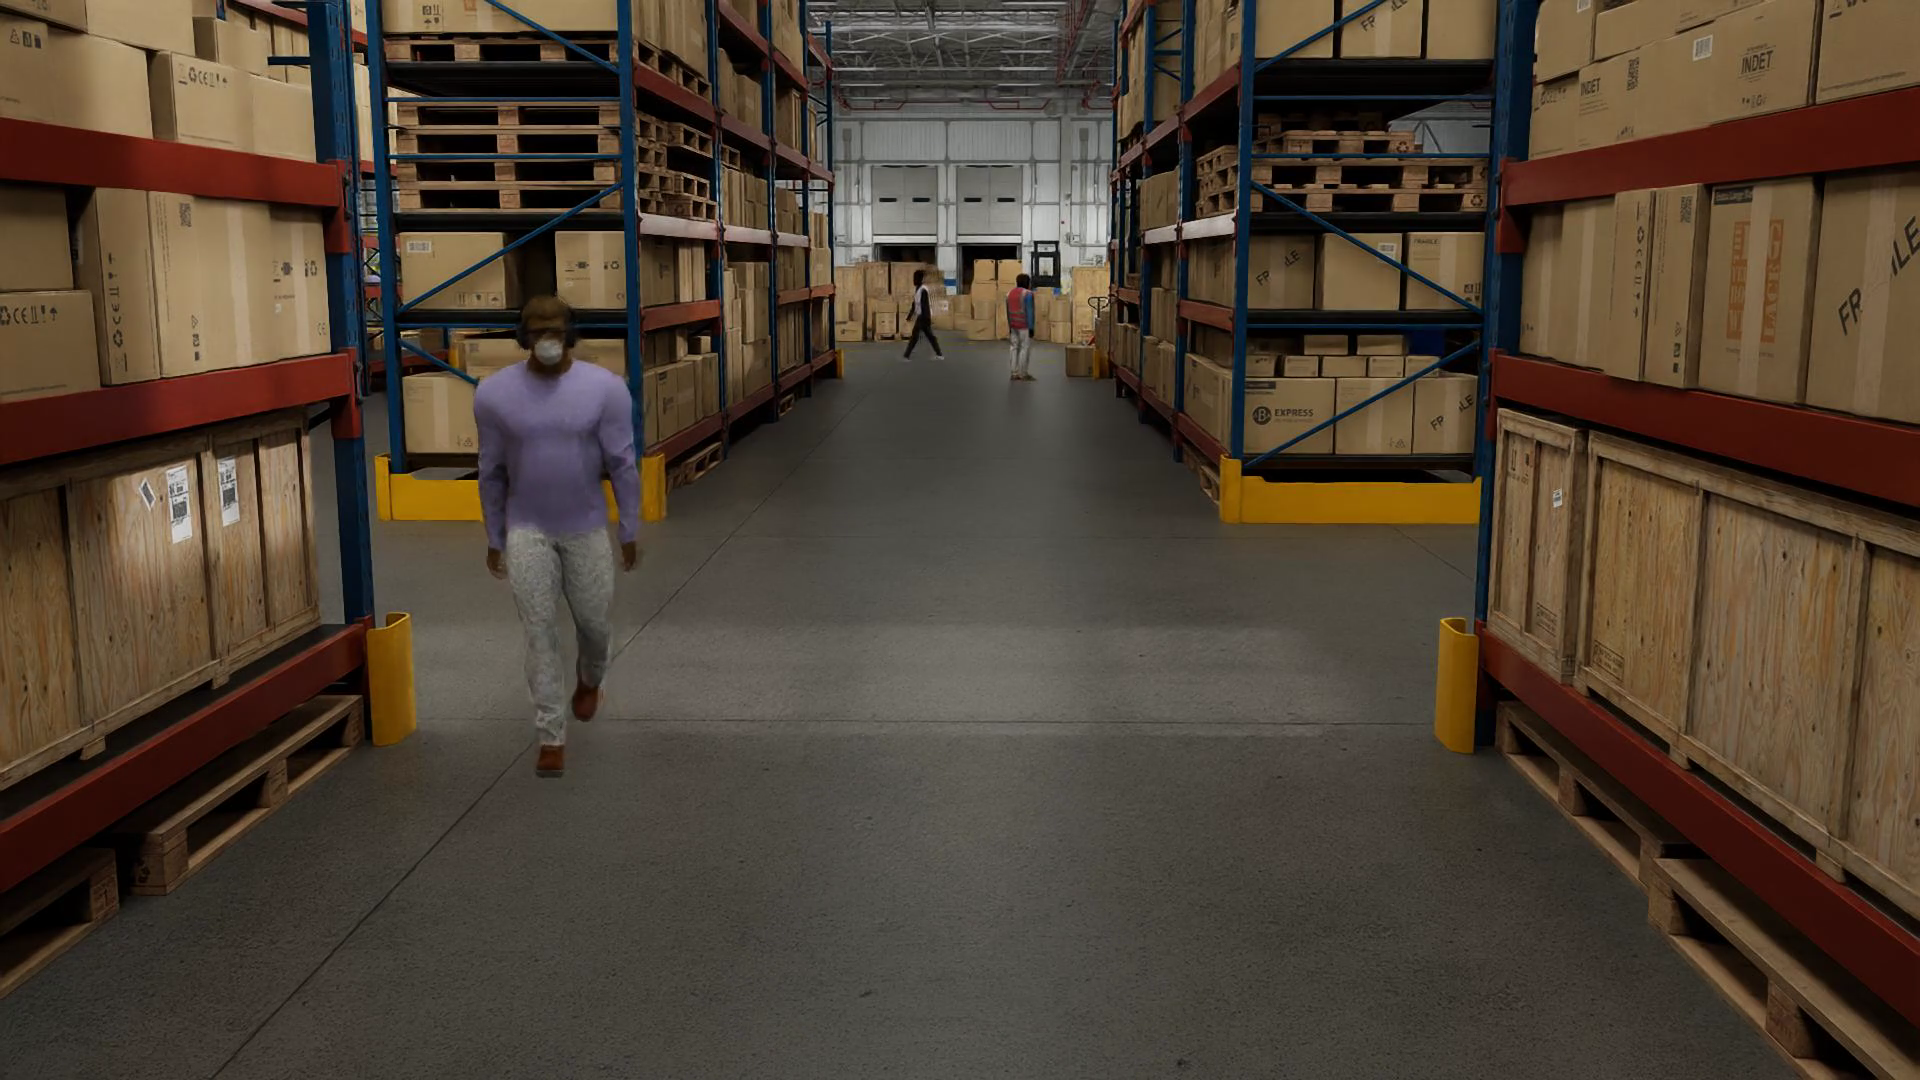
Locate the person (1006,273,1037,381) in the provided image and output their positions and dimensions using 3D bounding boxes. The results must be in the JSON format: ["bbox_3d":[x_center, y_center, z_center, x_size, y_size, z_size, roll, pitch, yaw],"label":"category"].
[{"bbox_3d":[1.071,-3.648,28.528,0.429,1.839,0.634,-7,12,-37],"label":"person"}]

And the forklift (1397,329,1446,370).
[{"bbox_3d":[6.984,-3.541,24.772,1.129,2.768,1.873,-4,10,-24],"label":"forklift"}]

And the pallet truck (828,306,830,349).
[{"bbox_3d":[-3.100,-3.940,29.800,1.885,1.965,0.823,3,10,19],"label":"pallet truck"}]

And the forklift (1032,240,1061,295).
[{"bbox_3d":[3.176,-9.648,61.352,1.129,2.768,1.873,0,9,1],"label":"forklift"}]

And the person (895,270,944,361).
[{"bbox_3d":[-0.797,-4.600,34.173,1.042,1.861,0.597,-2,10,-10],"label":"person"}]

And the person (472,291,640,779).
[{"bbox_3d":[-1.625,-0.053,6.772,0.639,1.918,0.760,-2,10,-10],"label":"person"}]

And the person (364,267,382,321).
[{"bbox_3d":[-20.317,-8.529,57.655,0.584,1.883,1.011,-7,12,-34],"label":"person"}]
